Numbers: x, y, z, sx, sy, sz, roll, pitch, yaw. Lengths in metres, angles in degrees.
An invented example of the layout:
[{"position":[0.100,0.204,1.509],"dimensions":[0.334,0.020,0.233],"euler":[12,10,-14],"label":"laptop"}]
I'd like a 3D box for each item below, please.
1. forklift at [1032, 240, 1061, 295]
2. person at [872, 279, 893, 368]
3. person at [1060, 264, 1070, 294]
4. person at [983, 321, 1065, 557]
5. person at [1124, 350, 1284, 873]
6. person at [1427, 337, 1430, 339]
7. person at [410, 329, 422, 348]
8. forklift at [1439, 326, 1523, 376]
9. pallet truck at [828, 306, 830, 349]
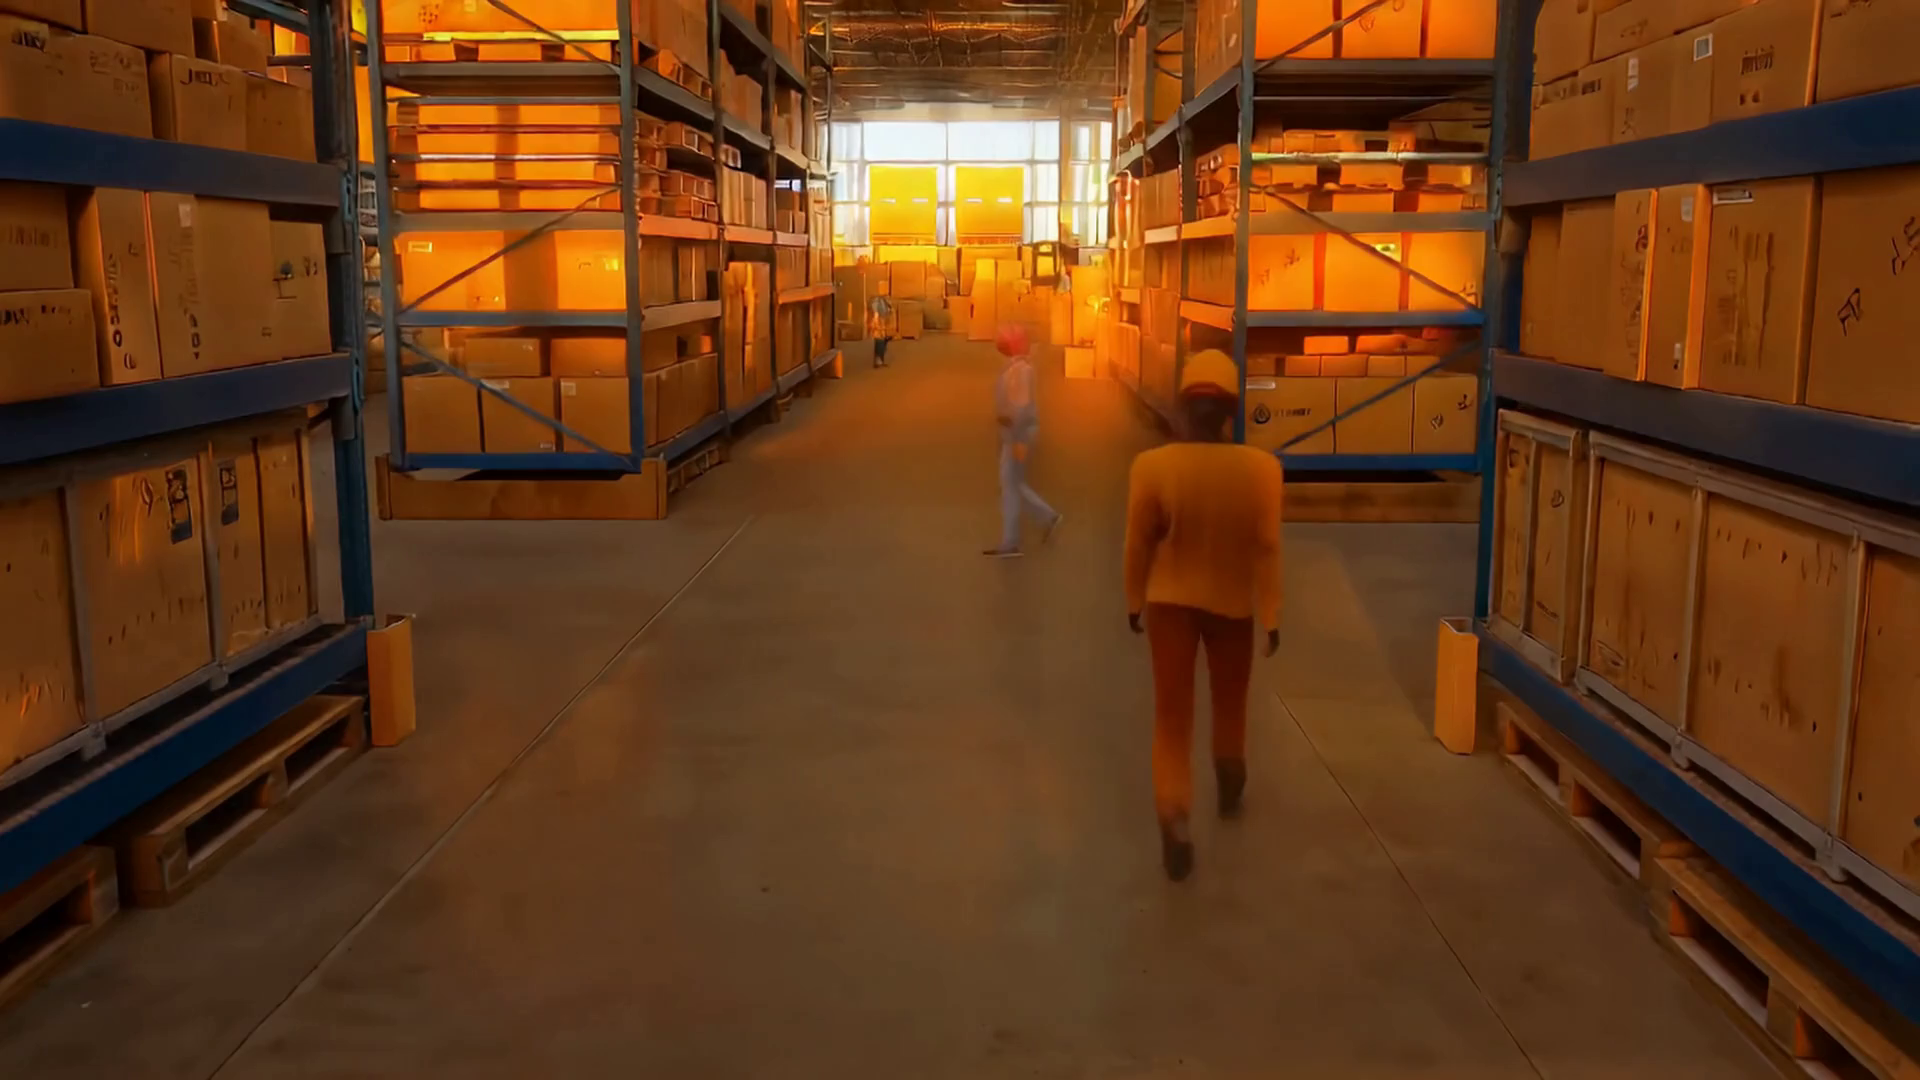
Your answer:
[{"position":[3.173,-9.648,61.355],"dimensions":[1.129,2.768,1.873],"euler":[0,9,1],"label":"forklift"},{"position":[-1.489,-4.153,31.976],"dimensions":[0.319,1.698,0.532],"euler":[4,10,24],"label":"person"},{"position":[4.314,-10.430,68.850],"dimensions":[0.361,1.940,0.543],"euler":[-5,11,-26],"label":"person"},{"position":[0.444,-0.691,11.455],"dimensions":[0.532,1.627,0.522],"euler":[-2,10,-12],"label":"person"},{"position":[0.838,0.211,5.741],"dimensions":[0.549,1.714,0.892],"euler":[2,10,13],"label":"person"},{"position":[12.109,-6.220,43.817],"dimensions":[0.817,1.881,0.605],"euler":[0,9,-1],"label":"person"},{"position":[-12.648,-5.501,39.478],"dimensions":[1.018,1.883,0.565],"euler":[0,9,-3],"label":"person"},{"position":[7.373,-3.420,24.050],"dimensions":[1.129,2.768,1.873],"euler":[-8,12,-39],"label":"forklift"},{"position":[-3.100,-3.940,29.800],"dimensions":[1.885,1.965,0.823],"euler":[3,10,19],"label":"pallet truck"}]
